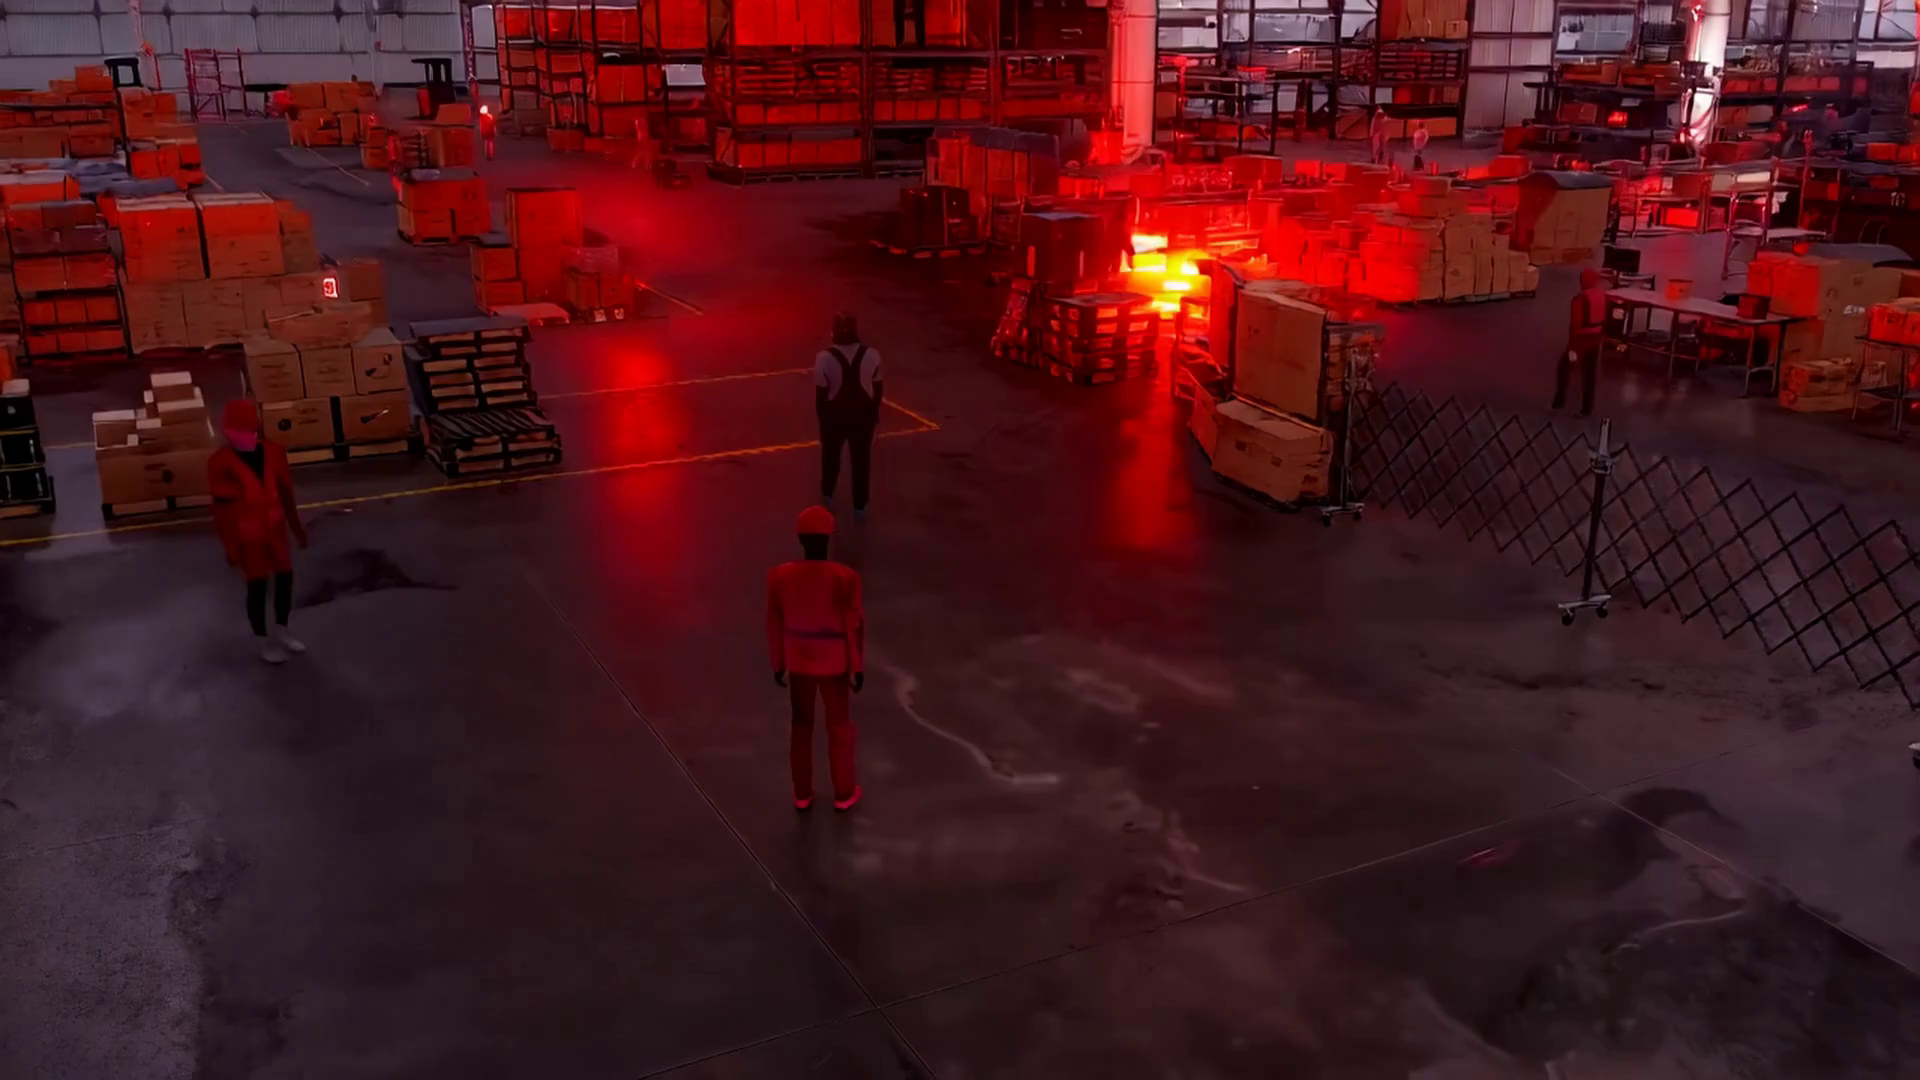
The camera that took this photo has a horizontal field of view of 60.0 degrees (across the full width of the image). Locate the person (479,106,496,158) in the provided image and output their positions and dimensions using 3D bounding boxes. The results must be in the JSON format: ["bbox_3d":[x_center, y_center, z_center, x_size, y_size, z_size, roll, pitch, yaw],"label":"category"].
[{"bbox_3d":[-15.381,-13.307,54.245,0.545,1.680,0.375,-6,19,-18],"label":"person"}]

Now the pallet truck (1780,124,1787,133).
[{"bbox_3d":[25.206,-12.542,52.601,1.601,1.201,0.680,0,18,-2],"label":"pallet truck"}]

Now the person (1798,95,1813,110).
[{"bbox_3d":[28.383,-14.014,56.093,0.818,1.916,0.621,-2,18,-8],"label":"person"}]

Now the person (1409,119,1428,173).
[{"bbox_3d":[13.288,-11.334,48.151,0.883,1.649,0.545,-7,19,-22],"label":"person"}]

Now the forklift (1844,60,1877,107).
[{"bbox_3d":[33.840,-16.640,62.710,1.873,2.768,1.129,-9,20,-26],"label":"forklift"}]

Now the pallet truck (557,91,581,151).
[{"bbox_3d":[-13.495,-14.412,57.188,0.823,1.965,1.885,-3,18,-9],"label":"pallet truck"}]

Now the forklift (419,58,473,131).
[{"bbox_3d":[-20.382,-17.626,65.786,1.873,2.768,1.129,6,19,17],"label":"forklift"}]

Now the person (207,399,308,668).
[{"bbox_3d":[-5.201,-0.066,12.399,0.402,2.044,0.626,15,23,38],"label":"person"}]

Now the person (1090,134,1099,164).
[{"bbox_3d":[3.428,-9.337,41.850,0.321,1.697,0.535,2,18,6],"label":"person"}]

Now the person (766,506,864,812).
[{"bbox_3d":[-0.862,0.731,10.108,0.584,1.917,0.385,3,18,9],"label":"person"}]

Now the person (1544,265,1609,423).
[{"bbox_3d":[7.358,-2.360,19.836,0.596,1.851,0.792,-8,20,-24],"label":"person"}]

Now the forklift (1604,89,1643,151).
[{"bbox_3d":[22.118,-14.516,56.088,1.873,2.768,1.129,-9,20,-26],"label":"forklift"}]

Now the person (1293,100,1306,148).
[{"bbox_3d":[11.882,-14.511,58.082,0.499,1.633,0.279,-9,20,-26],"label":"person"}]

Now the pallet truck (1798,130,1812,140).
[{"bbox_3d":[25.526,-11.556,49.408,1.630,1.274,0.653,-9,20,-26],"label":"pallet truck"}]

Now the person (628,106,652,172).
[{"bbox_3d":[-9.519,-11.938,49.561,0.751,1.950,0.621,5,18,15],"label":"person"}]

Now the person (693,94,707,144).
[{"bbox_3d":[-8.816,-14.282,56.916,0.830,1.910,0.662,-4,18,-13],"label":"person"}]

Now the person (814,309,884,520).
[{"bbox_3d":[-1.096,-1.267,16.139,0.695,2.000,0.920,-4,18,-13],"label":"person"}]

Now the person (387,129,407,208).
[{"bbox_3d":[-13.770,-9.136,40.874,0.562,1.918,0.578,9,20,27],"label":"person"}]

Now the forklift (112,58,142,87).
[{"bbox_3d":[-32.978,-17.738,66.135,1.129,2.768,1.873,-1,18,-2],"label":"forklift"}]

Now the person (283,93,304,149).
[{"bbox_3d":[-23.158,-14.531,57.729,0.492,1.901,0.615,12,21,32],"label":"person"}]

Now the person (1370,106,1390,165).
[{"bbox_3d":[12.604,-12.095,50.135,0.399,1.900,0.636,-15,23,-39],"label":"person"}]

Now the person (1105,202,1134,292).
[{"bbox_3d":[2.544,-4.296,25.824,0.963,1.891,0.549,-11,21,-31],"label":"person"}]

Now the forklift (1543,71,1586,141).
[{"bbox_3d":[18.685,-13.231,52.085,1.873,2.768,1.129,-9,20,-26],"label":"forklift"}]

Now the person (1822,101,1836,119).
[{"bbox_3d":[28.636,-13.629,55.081,0.633,1.780,0.813,-8,20,-24],"label":"person"}]
